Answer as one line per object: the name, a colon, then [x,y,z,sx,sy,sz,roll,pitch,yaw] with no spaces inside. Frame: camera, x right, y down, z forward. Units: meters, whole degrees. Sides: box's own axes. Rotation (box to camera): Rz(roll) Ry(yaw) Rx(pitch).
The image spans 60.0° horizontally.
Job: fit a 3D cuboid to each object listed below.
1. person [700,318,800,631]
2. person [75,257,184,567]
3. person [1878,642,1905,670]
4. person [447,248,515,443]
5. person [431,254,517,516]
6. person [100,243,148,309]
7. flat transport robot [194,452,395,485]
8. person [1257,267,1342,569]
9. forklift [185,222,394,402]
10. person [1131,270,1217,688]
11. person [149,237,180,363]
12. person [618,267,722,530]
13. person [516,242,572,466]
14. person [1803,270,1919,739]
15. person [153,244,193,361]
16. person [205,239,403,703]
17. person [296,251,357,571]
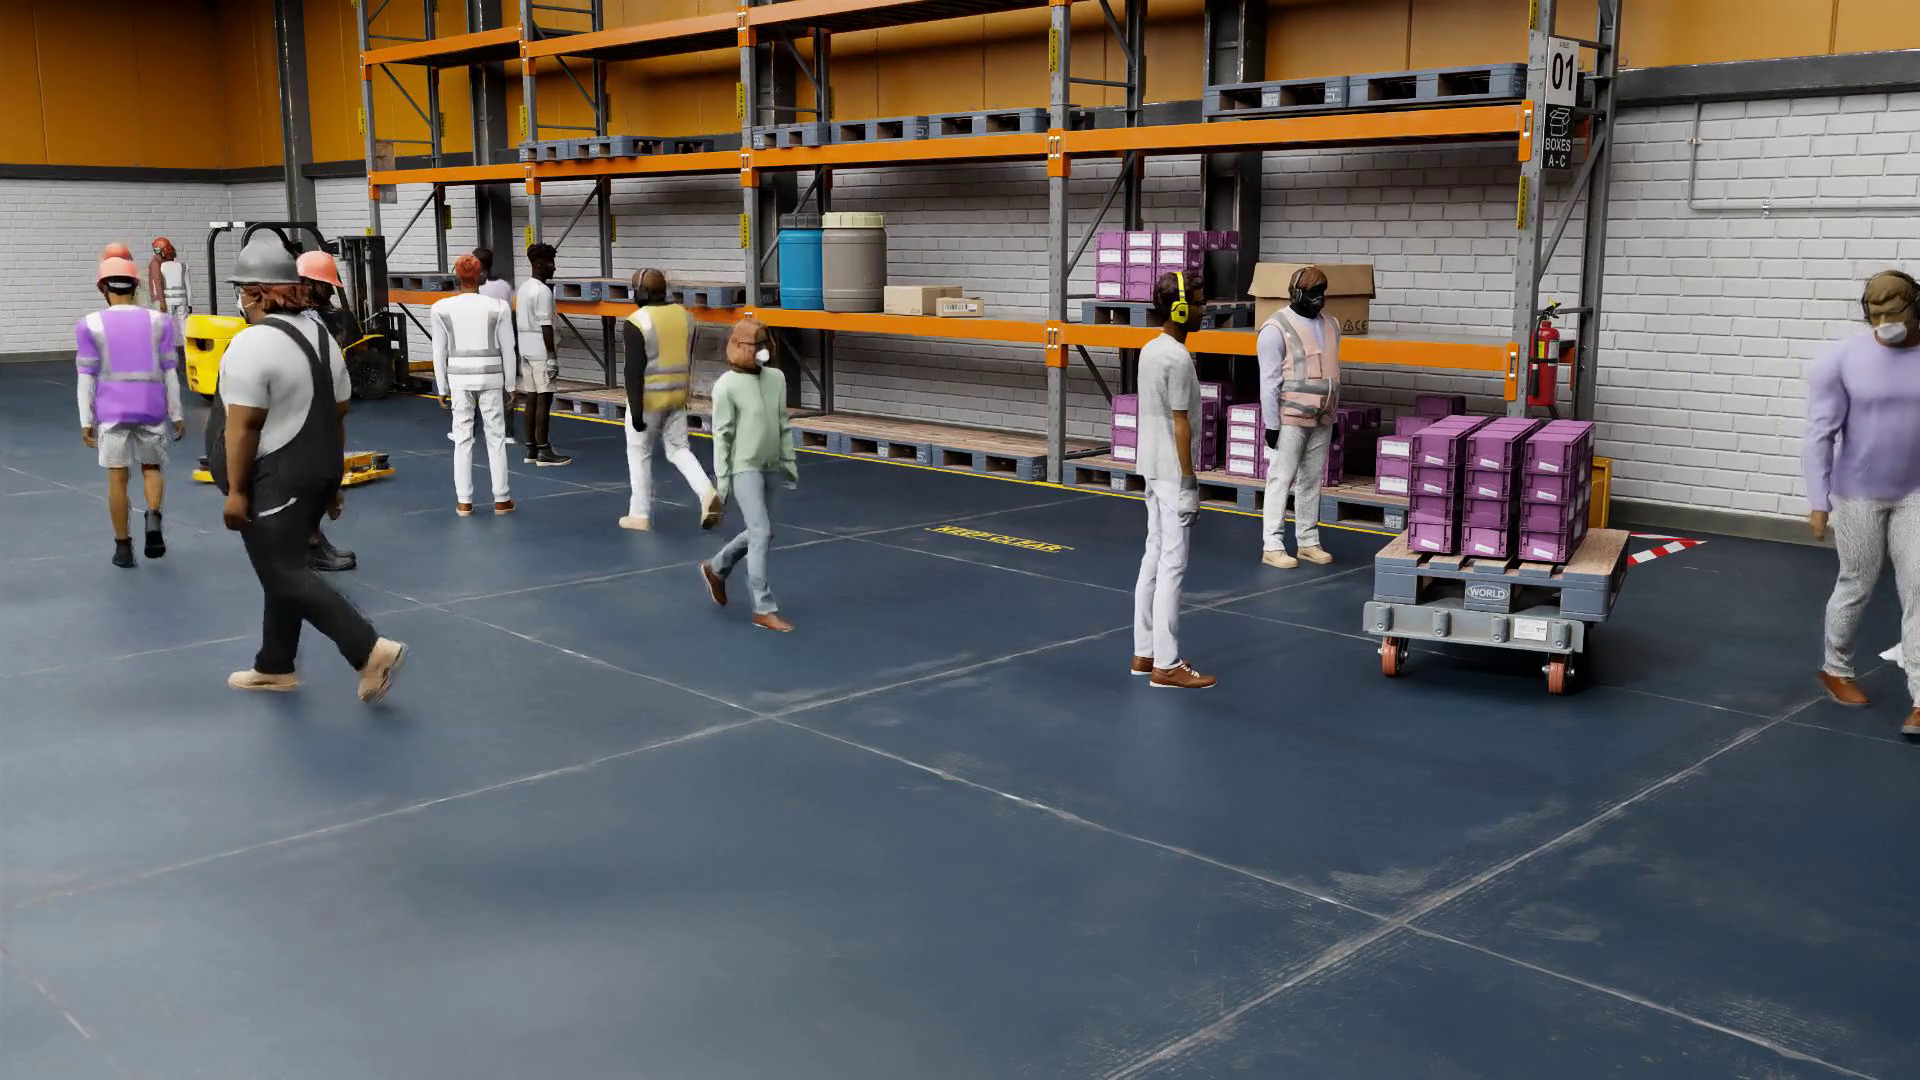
person: [-1.122,-0.357,8.673,0.694,1.607,0.506,7,12,33]
person: [-5.080,-0.777,10.199,0.586,1.889,0.512,-7,12,-33]
person: [4.586,-0.291,7.576,0.385,1.876,0.646,1,10,8]
person: [-4.687,-1.888,16.246,0.774,1.894,0.603,6,12,28]
person: [-3.495,-1.110,12.024,0.575,1.885,0.355,-2,11,-10]
person: [-8.662,-2.121,17.397,0.383,1.945,0.712,-2,11,-12]
flat transport robot: [-5.475,-0.608,13.691,1.431,0.197,0.652,2,11,13]
person: [2.092,-0.742,10.173,0.619,1.836,0.431,-7,13,-35]
forklift: [-8.169,-2.758,20.163,2.313,2.155,1.214,-10,14,-44]
person: [0.963,-0.270,7.485,0.322,1.871,0.531,-2,11,-13]
person: [-12.678,-3.812,26.485,0.393,1.985,0.611,-4,11,-21]
person: [-1.998,-0.941,11.301,0.790,1.816,0.630,8,13,38]
person: [-3.701,-1.640,14.692,0.364,1.962,0.611,-7,12,-33]
person: [3.846,-0.161,6.876,0.702,1.883,0.835,3,11,14]
person: [-12.525,-3.764,26.488,0.573,1.887,0.356,-8,13,-38]
person: [-2.834,-0.295,7.154,0.878,2.000,0.675,1,10,7]
person: [-3.886,-0.777,10.092,0.374,1.928,0.543,-3,11,-17]
